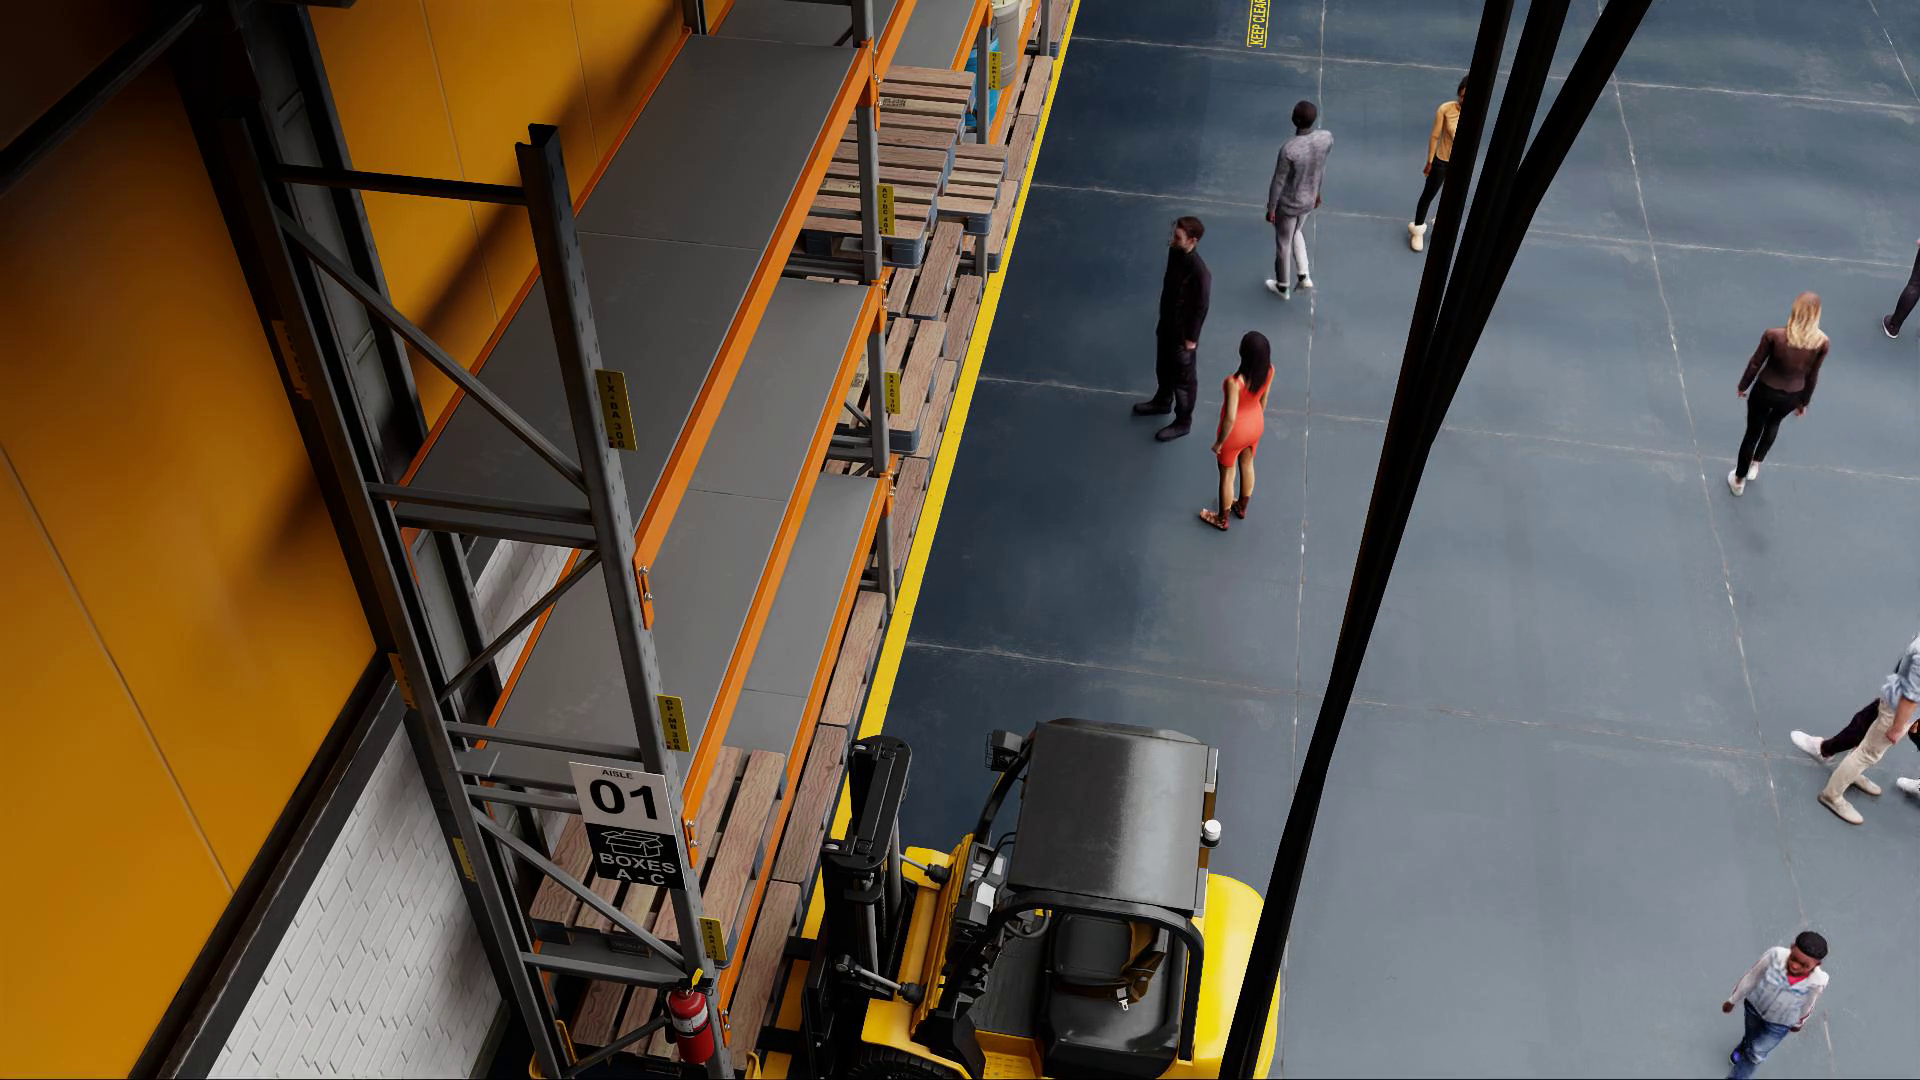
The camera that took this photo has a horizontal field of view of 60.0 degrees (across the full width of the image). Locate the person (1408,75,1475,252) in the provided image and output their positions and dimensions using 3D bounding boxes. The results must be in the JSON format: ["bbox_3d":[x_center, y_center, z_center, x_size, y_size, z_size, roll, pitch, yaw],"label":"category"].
[{"bbox_3d":[4.254,-3.304,14.479,0.647,1.656,0.614,-2,44,-2],"label":"person"}]

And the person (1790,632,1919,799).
[{"bbox_3d":[5.819,0.944,9.967,1.150,1.729,1.167,-29,51,-27],"label":"person"}]

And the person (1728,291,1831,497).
[{"bbox_3d":[5.906,-0.992,12.032,0.640,1.684,0.626,10,44,10],"label":"person"}]

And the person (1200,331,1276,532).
[{"bbox_3d":[1.989,-0.772,11.775,0.659,1.719,0.728,-28,50,-26],"label":"person"}]

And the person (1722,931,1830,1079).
[{"bbox_3d":[4.320,2.426,8.769,0.859,1.237,0.782,-28,50,-26],"label":"person"}]

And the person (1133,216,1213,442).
[{"bbox_3d":[1.647,-1.617,12.521,0.839,1.915,0.715,-14,45,-14],"label":"person"}]

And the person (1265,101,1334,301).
[{"bbox_3d":[2.842,-2.759,13.784,0.861,1.825,0.914,-22,48,-22],"label":"person"}]

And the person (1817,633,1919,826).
[{"bbox_3d":[5.609,0.949,9.879,0.785,1.843,0.676,34,53,30],"label":"person"}]
